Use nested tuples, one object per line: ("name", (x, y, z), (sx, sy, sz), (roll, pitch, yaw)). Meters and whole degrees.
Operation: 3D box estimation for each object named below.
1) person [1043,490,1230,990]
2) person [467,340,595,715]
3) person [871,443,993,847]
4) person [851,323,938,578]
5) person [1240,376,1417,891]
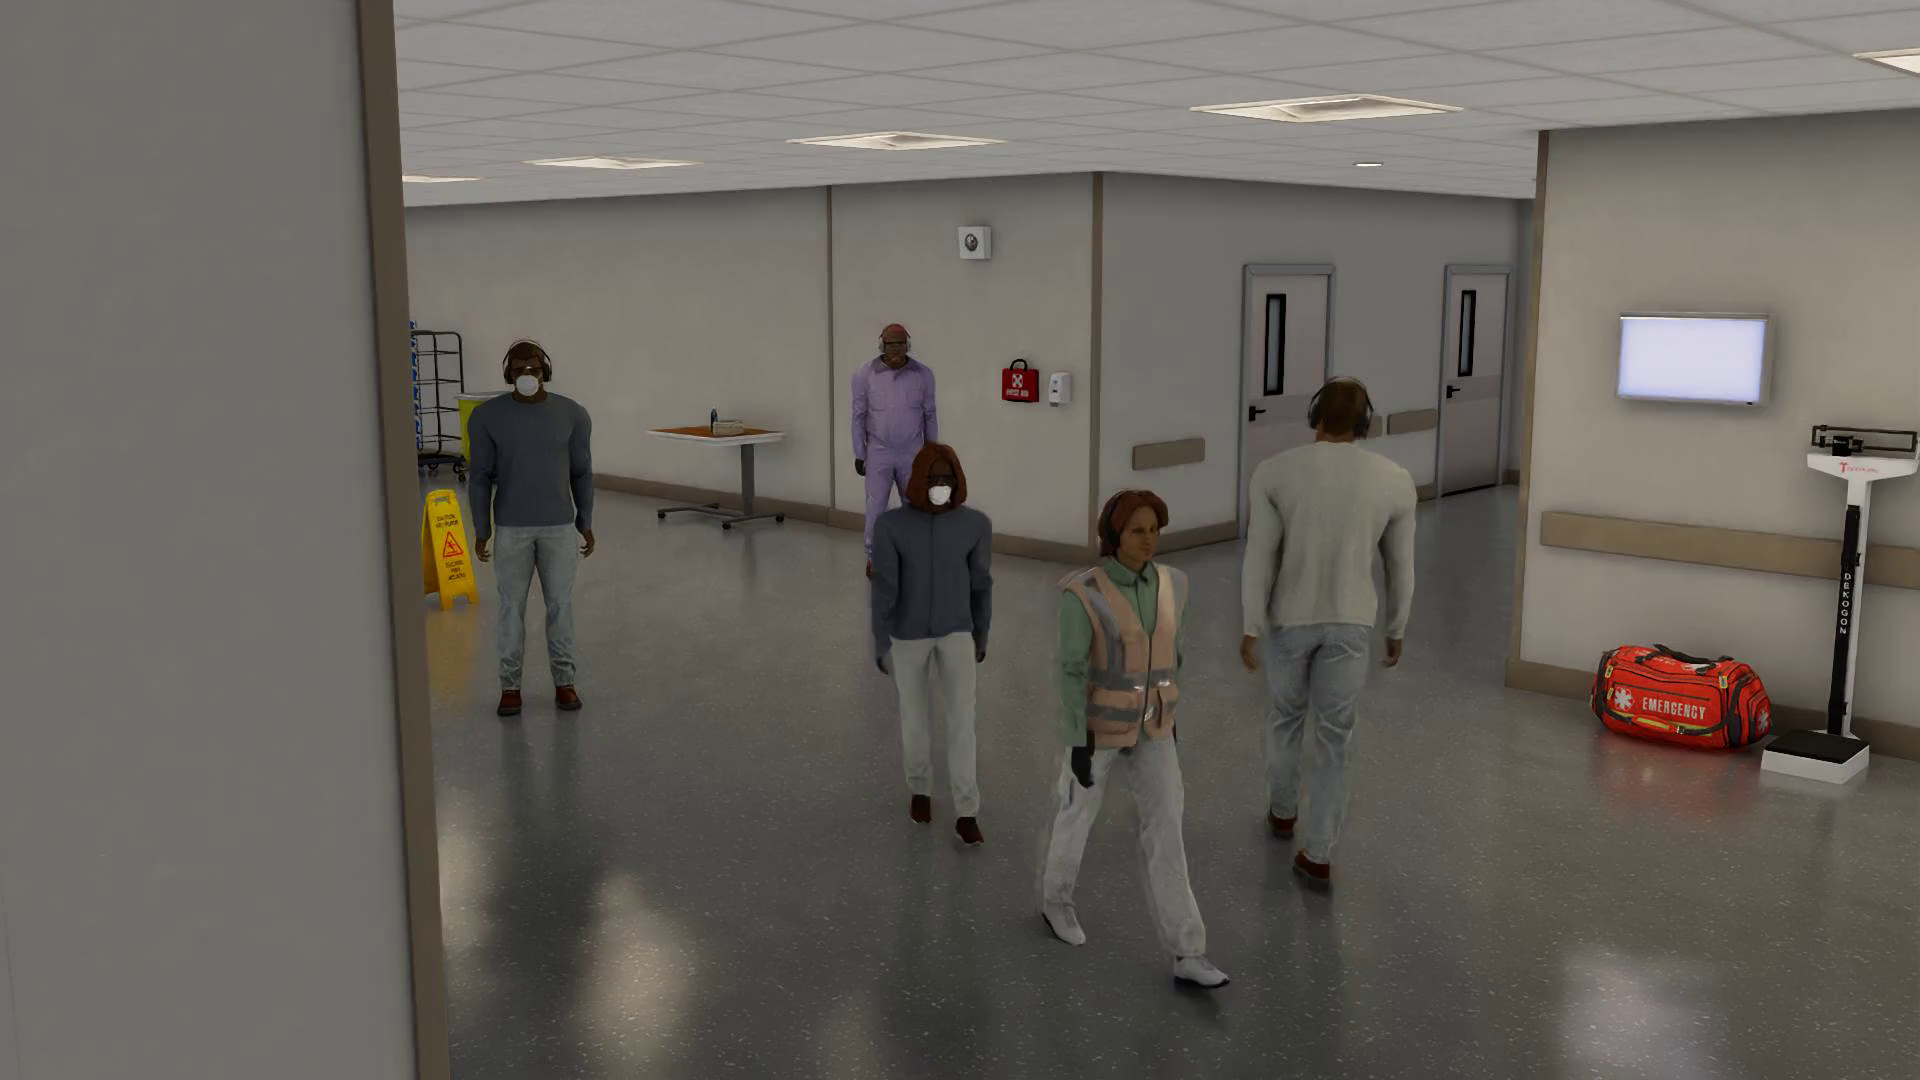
("person", (0.535, 0.625, 5.429), (0.533, 1.597, 0.870), (-5, 11, -28))
("person", (-2.208, -0.065, 8.622), (0.637, 1.938, 0.357), (-3, 10, -19))
("person", (-0.104, 0.420, 6.679), (0.507, 1.604, 0.752), (-1, 9, -6))
("person", (-0.484, -0.660, 12.403), (0.647, 1.899, 0.399), (-2, 9, -9))
("person", (1.411, 0.320, 6.424), (0.652, 1.882, 0.967), (1, 9, 8))
